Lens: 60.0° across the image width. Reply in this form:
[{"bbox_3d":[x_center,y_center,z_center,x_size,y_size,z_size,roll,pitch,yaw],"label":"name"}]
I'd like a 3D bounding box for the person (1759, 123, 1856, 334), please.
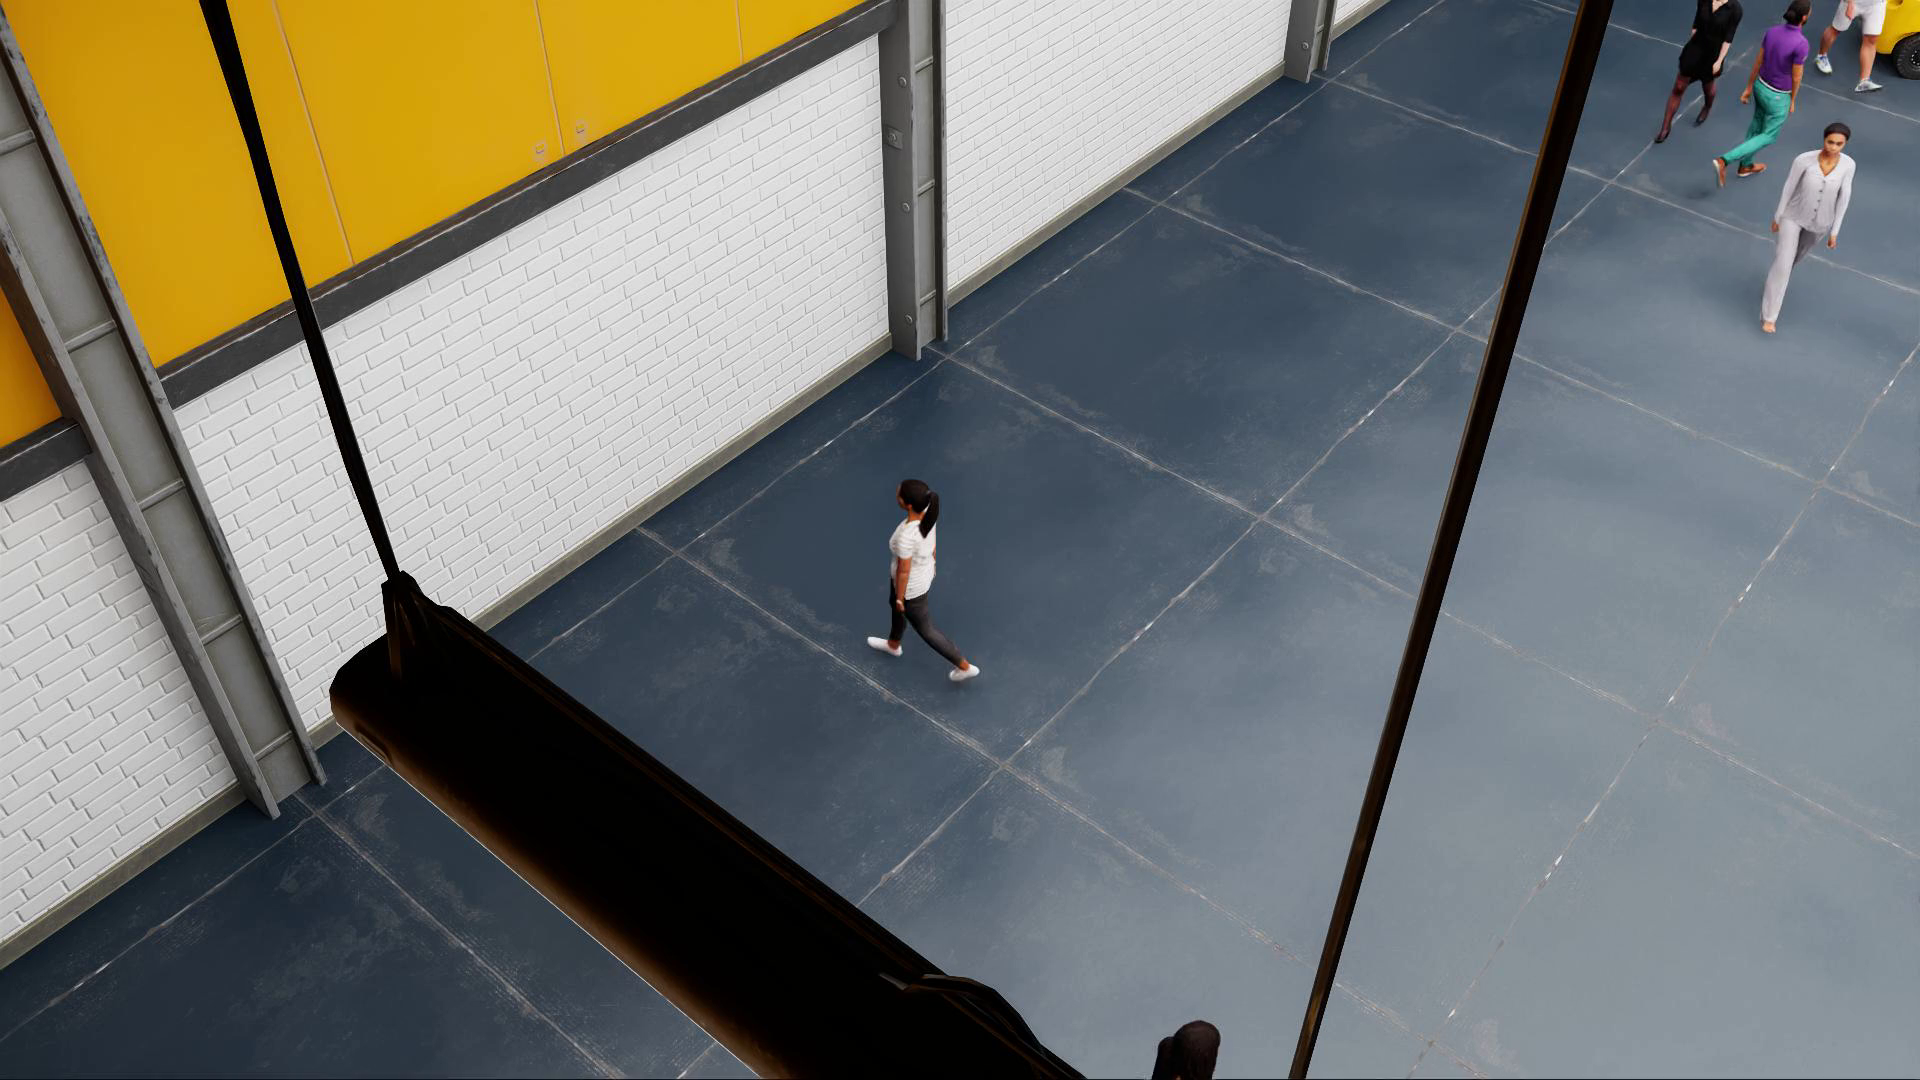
[{"bbox_3d":[6.860,-2.626,13.501,0.984,1.697,1.218,9,44,9],"label":"person"}]

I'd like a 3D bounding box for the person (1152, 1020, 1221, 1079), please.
[{"bbox_3d":[0.941,2.785,7.881,1.147,1.615,0.874,-19,47,-19],"label":"person"}]

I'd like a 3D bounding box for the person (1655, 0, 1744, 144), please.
[{"bbox_3d":[7.009,-4.541,15.535,0.636,1.664,1.042,34,53,31],"label":"person"}]

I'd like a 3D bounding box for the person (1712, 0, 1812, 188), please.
[{"bbox_3d":[7.184,-3.954,14.857,1.096,1.750,0.920,-15,46,-16],"label":"person"}]

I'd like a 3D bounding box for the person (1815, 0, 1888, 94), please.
[{"bbox_3d":[8.811,-5.357,16.293,1.214,1.801,1.245,-5,44,-6],"label":"person"}]

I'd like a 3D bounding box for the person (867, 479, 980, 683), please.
[{"bbox_3d":[-0.219,0.286,10.505,0.852,1.614,1.067,15,46,15],"label":"person"}]
